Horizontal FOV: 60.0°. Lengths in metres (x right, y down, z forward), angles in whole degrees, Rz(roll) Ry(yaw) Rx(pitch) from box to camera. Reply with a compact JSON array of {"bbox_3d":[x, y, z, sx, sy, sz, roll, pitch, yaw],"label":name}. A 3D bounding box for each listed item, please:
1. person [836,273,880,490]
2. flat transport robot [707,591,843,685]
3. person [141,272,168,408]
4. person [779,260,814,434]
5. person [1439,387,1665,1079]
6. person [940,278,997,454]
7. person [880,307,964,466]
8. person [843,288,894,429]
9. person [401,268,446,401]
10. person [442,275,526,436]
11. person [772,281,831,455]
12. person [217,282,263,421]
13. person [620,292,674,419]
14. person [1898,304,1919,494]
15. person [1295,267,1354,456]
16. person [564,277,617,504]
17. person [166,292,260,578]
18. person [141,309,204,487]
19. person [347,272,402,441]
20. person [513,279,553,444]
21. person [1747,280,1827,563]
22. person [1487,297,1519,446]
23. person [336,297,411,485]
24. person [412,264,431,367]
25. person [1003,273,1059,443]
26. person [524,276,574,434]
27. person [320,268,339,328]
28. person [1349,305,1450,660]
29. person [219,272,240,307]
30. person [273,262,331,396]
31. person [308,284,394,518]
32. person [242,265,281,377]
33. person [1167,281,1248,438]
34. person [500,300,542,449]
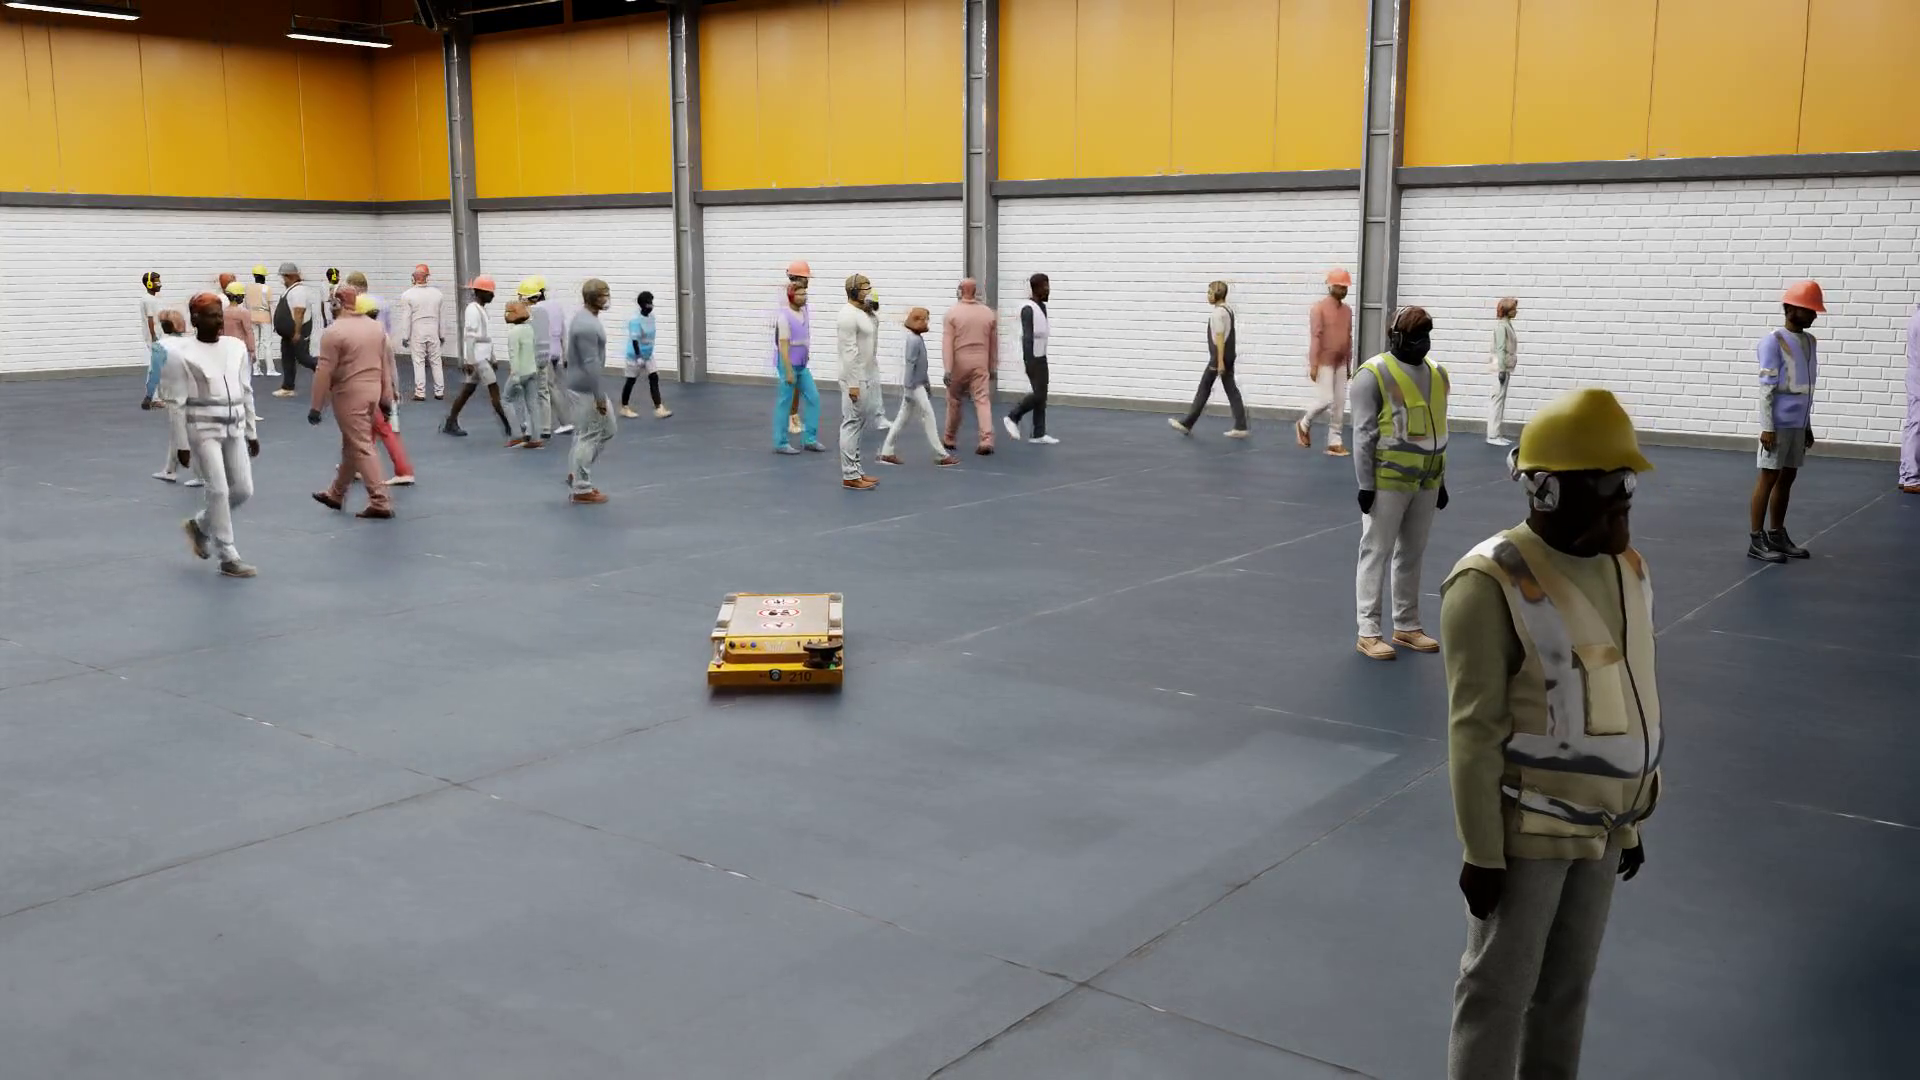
[{"bbox_3d":[-0.924,-1.421,14.975,0.372,1.940,0.632,1,10,5],"label":"person"},{"bbox_3d":[-0.939,0.489,8.702,0.652,0.197,1.431,-1,10,-4],"label":"flat transport robot"},{"bbox_3d":[-11.100,-2.753,22.931,0.311,1.869,0.532,-5,11,-26],"label":"person"},{"bbox_3d":[-1.898,-2.267,19.601,0.395,2.038,0.615,2,10,13],"label":"person"},{"bbox_3d":[1.276,0.591,3.563,0.590,1.836,0.404,-7,12,-36],"label":"person"},{"bbox_3d":[0.087,-1.845,17.695,0.660,1.860,1.020,-4,11,-23],"label":"person"},{"bbox_3d":[-0.417,-1.519,16.556,0.852,1.583,0.516,0,10,2],"label":"person"},{"bbox_3d":[-1.131,-2.176,20.078,0.731,1.696,0.507,9,13,42],"label":"person"},{"bbox_3d":[-7.772,-2.967,24.073,0.651,1.904,0.401,-9,13,-41],"label":"person"},{"bbox_3d":[-5.565,-2.124,19.272,1.037,1.873,0.554,-1,10,-7],"label":"person"},{"bbox_3d":[-1.654,-1.791,17.439,0.712,1.819,0.608,4,10,21],"label":"person"},{"bbox_3d":[-9.124,-2.376,21.036,0.534,1.767,0.320,3,10,18],"label":"person"},{"bbox_3d":[-4.036,-2.343,21.203,0.880,1.628,0.542,5,11,27],"label":"person"},{"bbox_3d":[8.555,-1.355,14.682,0.407,1.908,0.641,4,11,24],"label":"person"},{"bbox_3d":[3.863,-1.869,17.458,0.630,1.976,0.558,-7,12,-34],"label":"person"},{"bbox_3d":[-3.117,-1.251,14.045,0.462,1.916,0.696,-2,10,-14],"label":"person"},{"bbox_3d":[-4.923,-0.691,10.932,0.645,1.870,0.595,5,11,28],"label":"person"},{"bbox_3d":[-7.191,-1.286,15.159,0.790,1.605,0.526,2,10,11],"label":"person"},{"bbox_3d":[-6.575,-2.011,18.469,0.475,1.916,0.667,8,13,39],"label":"person"},{"bbox_3d":[-4.793,-1.993,18.602,0.404,1.837,0.593,4,10,22],"label":"person"},{"bbox_3d":[5.710,-0.814,11.456,0.543,1.933,0.363,-6,12,-33],"label":"person"},{"bbox_3d":[6.020,-1.868,18.451,0.310,1.638,0.522,4,11,22],"label":"person"},{"bbox_3d":[-5.425,-1.358,15.247,0.913,1.717,0.556,3,10,15],"label":"person"},{"bbox_3d":[-10.078,-4.203,31.199,0.372,1.930,0.543,-5,11,-27],"label":"person"},{"bbox_3d":[0.828,-2.022,18.556,0.519,1.908,0.608,4,11,22],"label":"person"},{"bbox_3d":[-4.905,-2.184,19.677,0.987,1.859,0.587,6,11,30],"label":"person"},{"bbox_3d":[-11.118,-3.891,29.578,0.518,1.865,0.329,4,11,23],"label":"person"},{"bbox_3d":[2.337,-0.304,8.753,0.623,1.844,0.429,-6,11,-30],"label":"person"},{"bbox_3d":[-9.477,-2.531,21.600,0.581,1.874,0.439,5,11,27],"label":"person"},{"bbox_3d":[-9.820,-3.162,24.811,0.839,2.000,0.683,-7,12,-37],"label":"person"},{"bbox_3d":[-4.974,-1.113,13.372,0.959,1.861,0.667,3,10,19],"label":"person"},{"bbox_3d":[-12.093,-3.790,28.799,0.593,1.924,0.384,1,10,8],"label":"person"},{"bbox_3d":[2.902,-2.068,19.132,0.970,1.796,0.540,5,11,26],"label":"person"},{"bbox_3d":[-4.776,-1.779,18.014,0.512,1.616,0.508,3,10,18],"label":"person"}]
